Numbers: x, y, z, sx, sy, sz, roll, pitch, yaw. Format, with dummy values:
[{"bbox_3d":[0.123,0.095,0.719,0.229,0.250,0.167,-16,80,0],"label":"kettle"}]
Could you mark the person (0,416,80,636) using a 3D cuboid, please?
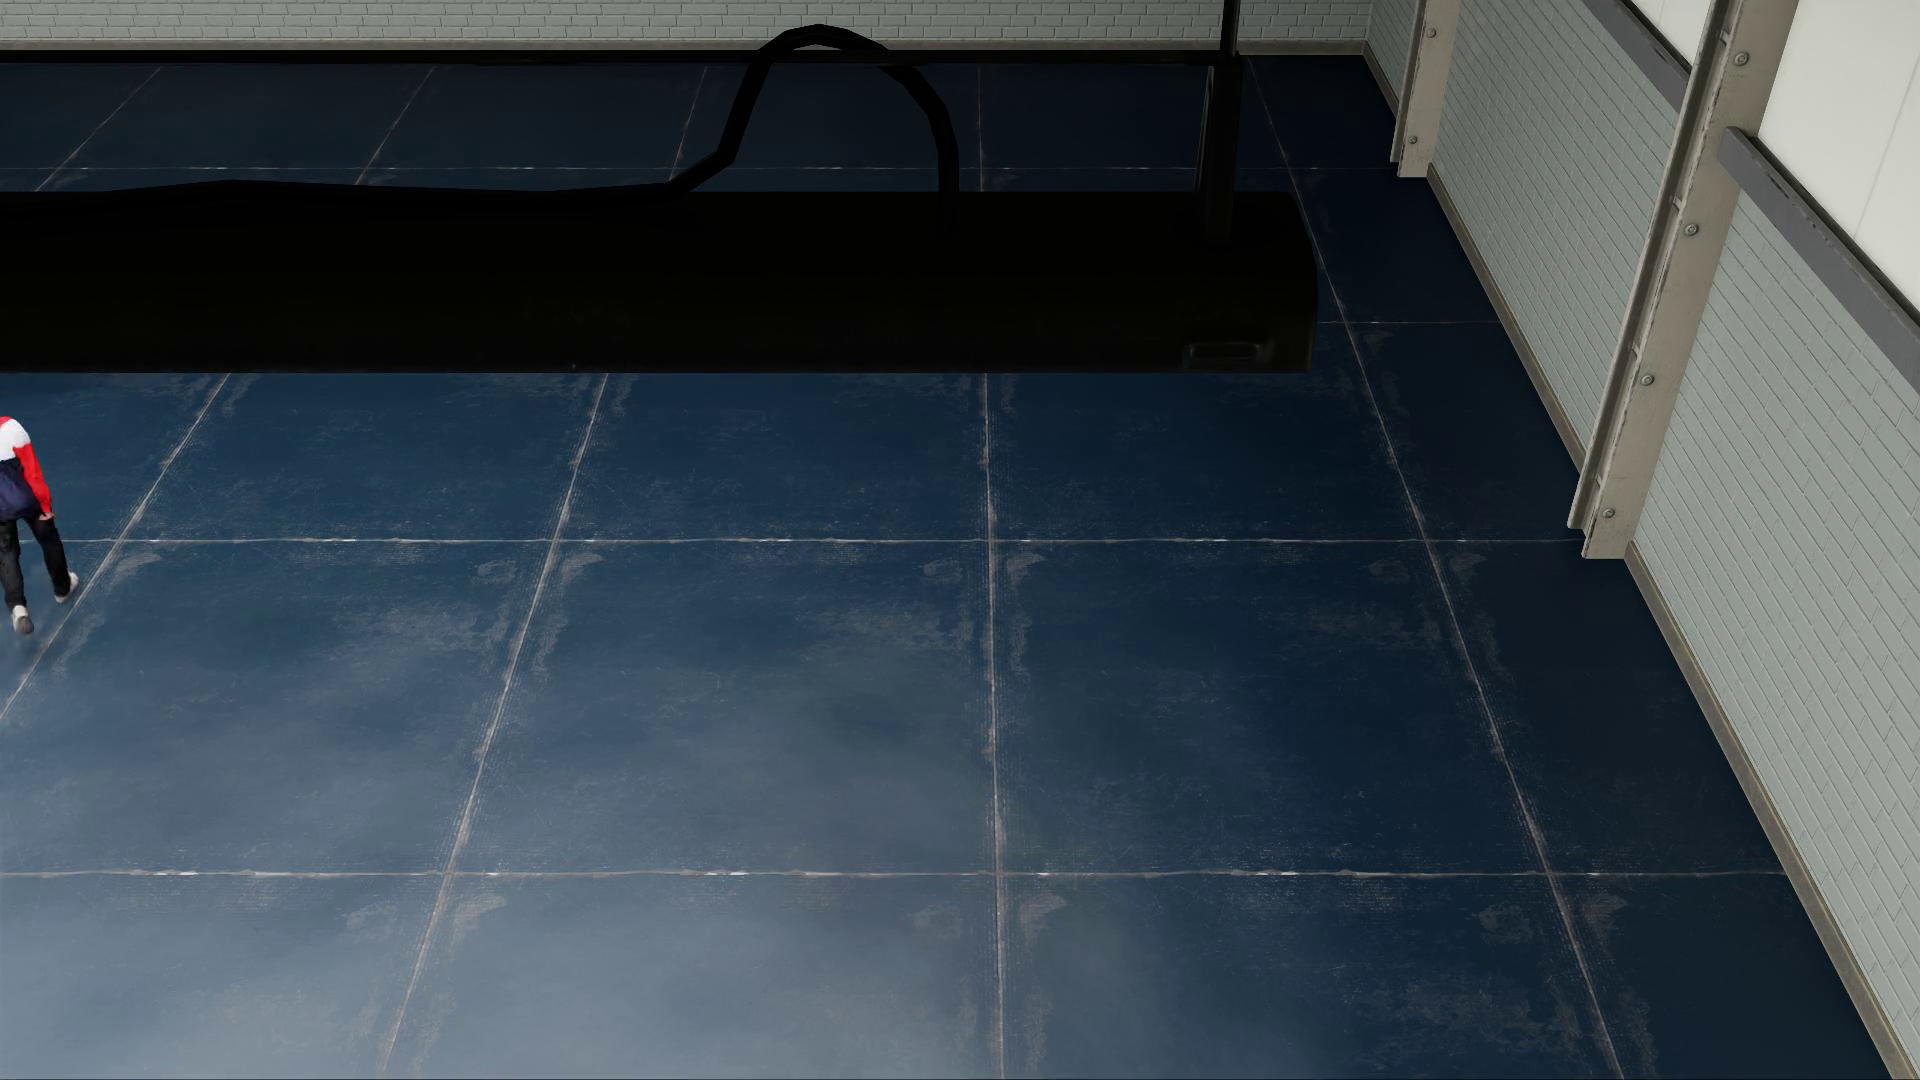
[{"bbox_3d":[-5.885,-0.197,10.265,0.807,1.741,1.054,-9,38,-12],"label":"person"}]
